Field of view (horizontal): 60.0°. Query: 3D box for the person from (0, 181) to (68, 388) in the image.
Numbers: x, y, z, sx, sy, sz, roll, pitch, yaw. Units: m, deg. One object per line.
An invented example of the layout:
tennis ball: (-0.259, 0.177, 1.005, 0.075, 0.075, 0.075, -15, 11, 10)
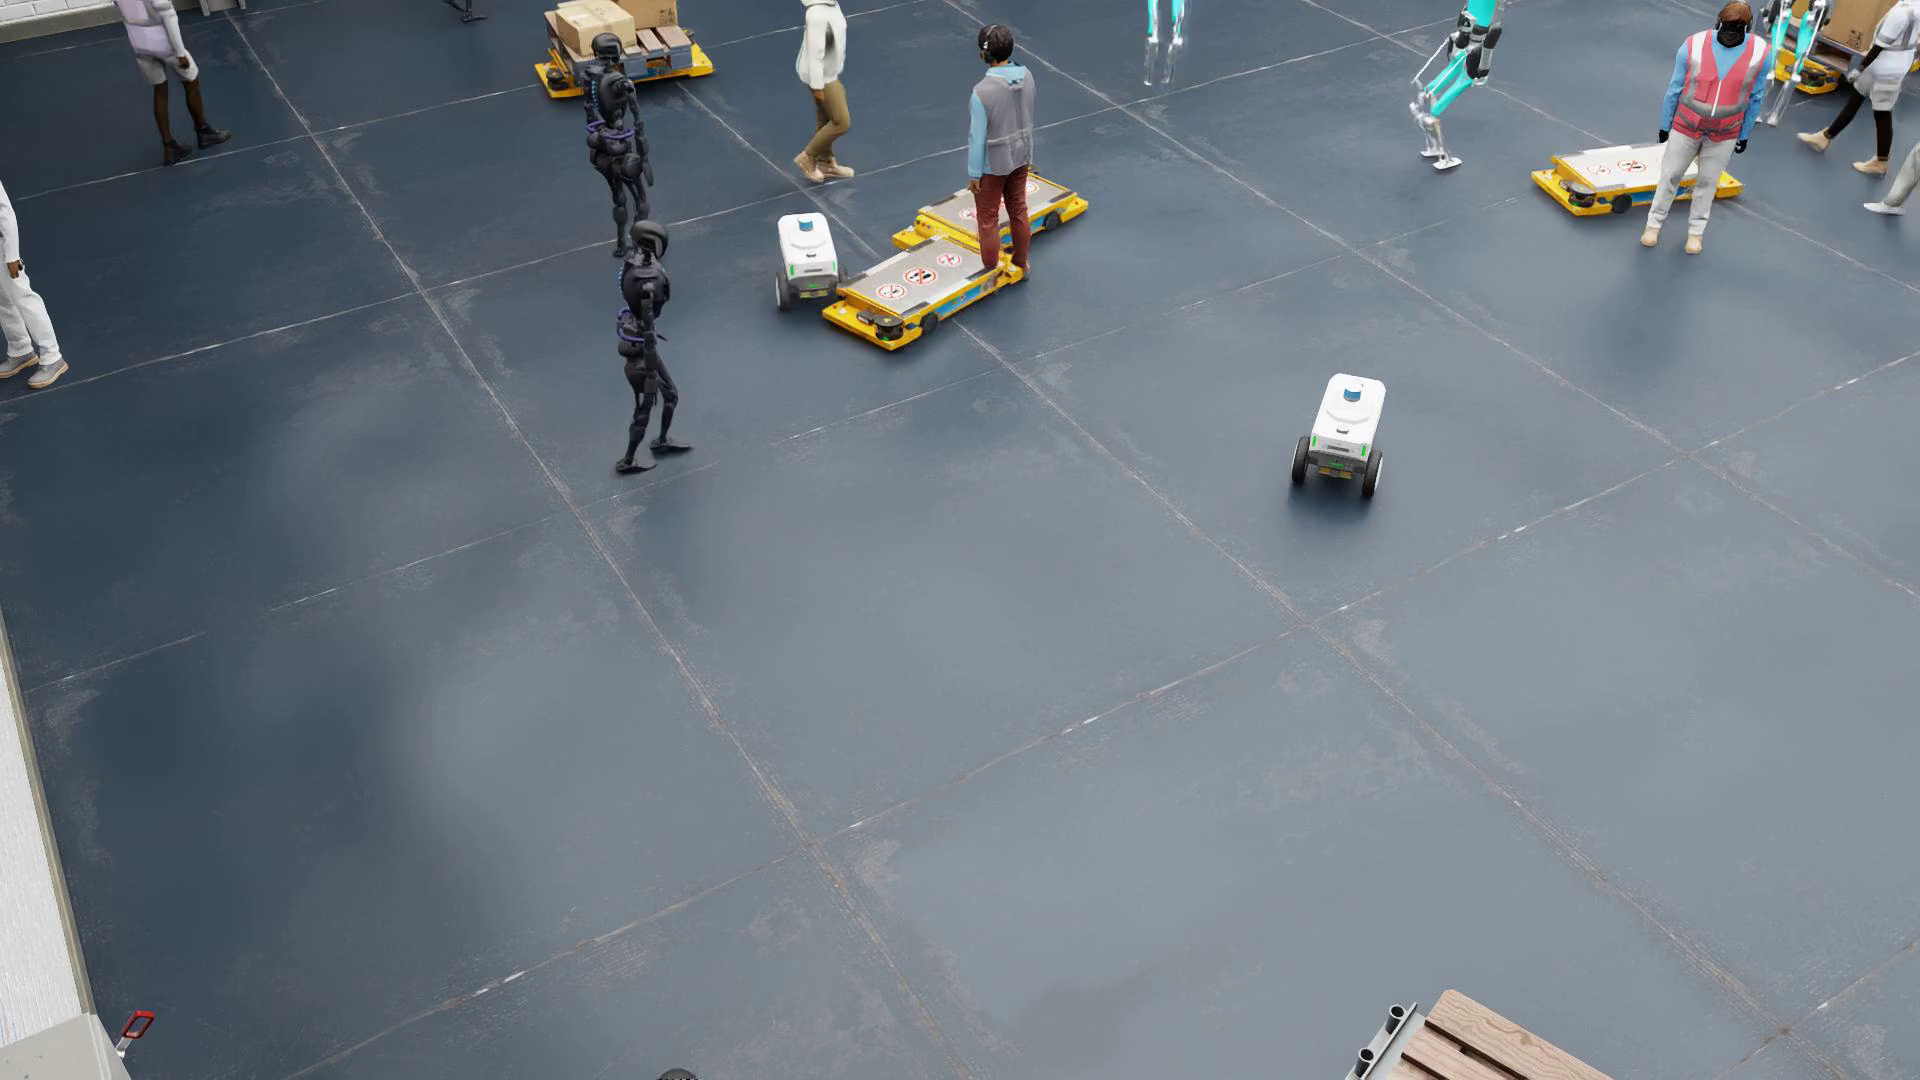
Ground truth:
person: (-6.032, -1.822, 10.295, 0.574, 1.879, 0.356, 16, 41, 19)

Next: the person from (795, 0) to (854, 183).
person: (-1.011, -3.475, 12.493, 0.433, 1.747, 0.632, 2, 38, 2)

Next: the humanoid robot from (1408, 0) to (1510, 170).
humanoid robot: (3.755, -3.687, 12.698, 0.691, 1.724, 0.540, -7, 39, -9)

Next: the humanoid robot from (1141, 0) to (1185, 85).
humanoid robot: (1.756, -4.649, 14.009, 0.541, 1.811, 0.715, 2, 38, 2)

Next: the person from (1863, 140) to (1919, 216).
person: (7.254, -3.056, 12.064, 0.737, 1.614, 0.519, 23, 44, 26)

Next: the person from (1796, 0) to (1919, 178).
person: (6.985, -3.648, 12.763, 0.817, 1.658, 0.536, 24, 44, 28)

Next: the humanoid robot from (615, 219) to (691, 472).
humanoid robot: (-1.837, -1.109, 9.568, 0.463, 1.628, 0.615, -8, 39, -10)

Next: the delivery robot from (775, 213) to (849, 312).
delivery robot: (-1.049, -1.938, 11.523, 0.499, 0.614, 0.808, -7, 39, -9)

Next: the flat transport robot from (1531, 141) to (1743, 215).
flat transport robot: (5.220, -2.796, 12.820, 1.431, 0.231, 0.659, -9, 39, -12)

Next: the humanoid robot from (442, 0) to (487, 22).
humanoid robot: (-4.624, -5.575, 15.185, 0.400, 1.647, 0.590, -23, 44, -26)

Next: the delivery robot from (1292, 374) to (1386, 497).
delivery robot: (2.290, -0.640, 9.884, 0.499, 0.614, 0.808, 13, 40, 15)

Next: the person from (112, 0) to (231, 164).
person: (-6.188, -3.878, 12.872, 0.571, 1.897, 0.628, 9, 39, 11)

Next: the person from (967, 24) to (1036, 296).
person: (0.278, -2.535, 11.203, 0.538, 1.872, 0.413, -29, 47, -31)

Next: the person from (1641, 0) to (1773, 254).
person: (5.237, -2.893, 11.689, 0.629, 1.836, 0.431, 13, 40, 16)

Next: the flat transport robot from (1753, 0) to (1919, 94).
flat transport robot: (7.766, -4.232, 14.632, 1.431, 0.231, 0.659, -17, 41, -20)

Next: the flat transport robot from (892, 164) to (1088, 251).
flat transport robot: (0.237, -2.387, 12.304, 0.659, 0.231, 1.431, 32, 48, 33)

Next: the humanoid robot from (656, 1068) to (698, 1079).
humanoid robot: (-0.877, 2.257, 5.346, 0.603, 1.631, 0.768, 16, 41, 19)

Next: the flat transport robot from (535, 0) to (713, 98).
flat transport robot: (-2.948, -4.172, 14.557, 1.431, 0.231, 0.659, -15, 41, -18)

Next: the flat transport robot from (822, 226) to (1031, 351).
flat transport robot: (-0.219, -1.764, 11.518, 0.659, 0.231, 1.431, 30, 47, 32)

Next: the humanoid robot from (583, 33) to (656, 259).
humanoid robot: (-2.396, -2.727, 11.605, 0.607, 1.651, 0.316, 25, 45, 28)

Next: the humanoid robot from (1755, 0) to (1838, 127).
humanoid robot: (6.732, -4.161, 13.353, 0.541, 1.764, 0.741, 13, 40, 16)
